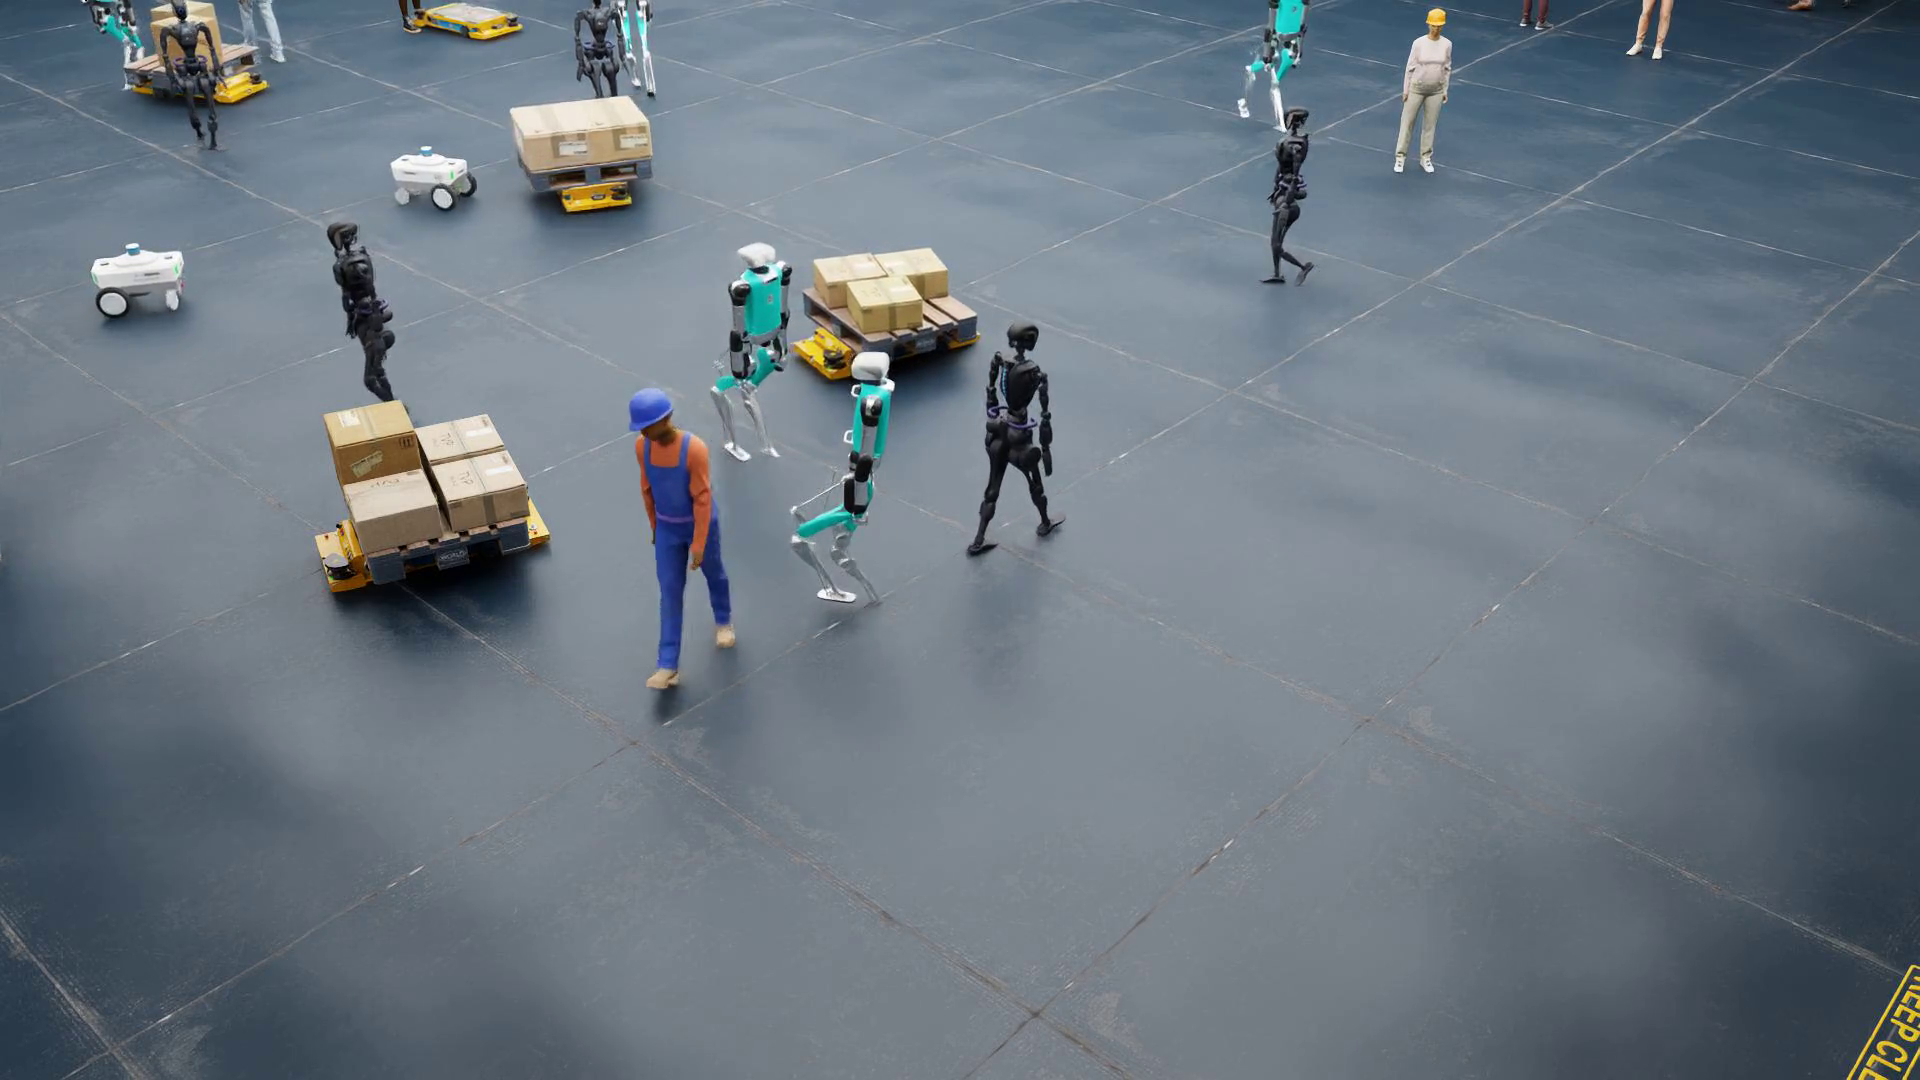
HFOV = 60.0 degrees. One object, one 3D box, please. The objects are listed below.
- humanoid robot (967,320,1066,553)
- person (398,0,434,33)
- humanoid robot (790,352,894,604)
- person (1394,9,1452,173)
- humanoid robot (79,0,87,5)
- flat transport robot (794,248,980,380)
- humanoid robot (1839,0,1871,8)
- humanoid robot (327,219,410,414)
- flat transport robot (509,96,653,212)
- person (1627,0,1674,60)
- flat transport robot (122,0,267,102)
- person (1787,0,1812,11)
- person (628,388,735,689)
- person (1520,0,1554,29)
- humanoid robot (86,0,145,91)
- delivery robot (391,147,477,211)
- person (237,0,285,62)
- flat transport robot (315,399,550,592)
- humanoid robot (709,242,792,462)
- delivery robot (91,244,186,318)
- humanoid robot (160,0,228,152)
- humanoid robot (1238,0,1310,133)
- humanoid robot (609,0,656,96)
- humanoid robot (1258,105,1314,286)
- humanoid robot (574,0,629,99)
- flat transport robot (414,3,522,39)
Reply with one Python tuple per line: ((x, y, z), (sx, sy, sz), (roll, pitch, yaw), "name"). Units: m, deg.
((0.370, -0.707, 10.998), (0.771, 1.629, 0.603), (-26, 40, -35), "humanoid robot")
((-7.347, -7.769, 22.062), (0.368, 1.961, 0.602), (13, 34, 20), "person")
((-0.781, -0.310, 10.302), (0.764, 1.815, 0.555), (1, 32, 2), "humanoid robot")
((4.845, -4.677, 17.330), (0.466, 1.697, 0.315), (0, 32, 0), "person")
((-12.380, -8.324, 23.201), (0.537, 1.807, 0.747), (-22, 38, -31), "humanoid robot")
((-0.607, -1.697, 13.886), (1.431, 0.231, 0.659), (-18, 36, -27), "flat transport robot")
((12.780, -8.285, 23.201), (0.761, 1.620, 0.601), (-8, 33, -13), "humanoid robot")
((-4.423, -1.611, 12.413), (0.321, 1.646, 0.591), (-26, 40, -36), "humanoid robot")
((-3.861, -3.728, 17.158), (0.659, 0.231, 1.431), (-12, 34, -19), "flat transport robot")
((8.848, -7.019, 20.935), (0.527, 1.872, 0.363), (19, 37, 28), "person")
((-9.157, -5.505, 20.019), (1.431, 0.231, 0.659), (10, 33, 15), "flat transport robot")
((11.671, -8.379, 23.157), (0.715, 1.837, 1.034), (-20, 37, -29), "person")
((-1.662, -0.031, 9.704), (0.475, 1.845, 0.969), (6, 32, 10), "person")
((7.807, -7.763, 22.190), (0.365, 1.813, 0.541), (-22, 38, -31), "person")
((-9.951, -6.182, 19.759), (0.540, 1.831, 0.746), (3, 32, 4), "humanoid robot")
((-5.317, -3.655, 16.782), (0.805, 0.609, 0.499), (7, 33, 11), "delivery robot")
((-8.946, -6.995, 20.899), (0.847, 1.877, 0.607), (22, 38, 31), "person")
((-3.541, -0.020, 11.186), (1.431, 0.231, 0.659), (-15, 35, -22), "flat transport robot")
((-1.579, -1.344, 11.936), (0.817, 1.766, 0.544), (24, 39, 33), "humanoid robot")
((-7.201, -2.295, 14.572), (0.755, 0.587, 0.525), (-9, 33, -14), "delivery robot")
((-8.257, -5.007, 17.905), (0.591, 1.643, 0.460), (-22, 38, -31), "humanoid robot")
((3.458, -5.532, 18.694), (0.530, 1.776, 0.980), (-14, 35, -22), "humanoid robot")
((-3.839, -6.133, 19.723), (0.555, 1.870, 0.836), (-10, 33, -16), "humanoid robot")
((2.922, -3.042, 14.713), (0.419, 1.645, 0.598), (-1, 32, -1), "humanoid robot")
((-4.021, -5.366, 18.472), (0.585, 1.627, 0.618), (-15, 35, -23), "humanoid robot")
((-6.647, -7.009, 22.440), (1.431, 0.231, 0.659), (21, 37, 30), "flat transport robot")
